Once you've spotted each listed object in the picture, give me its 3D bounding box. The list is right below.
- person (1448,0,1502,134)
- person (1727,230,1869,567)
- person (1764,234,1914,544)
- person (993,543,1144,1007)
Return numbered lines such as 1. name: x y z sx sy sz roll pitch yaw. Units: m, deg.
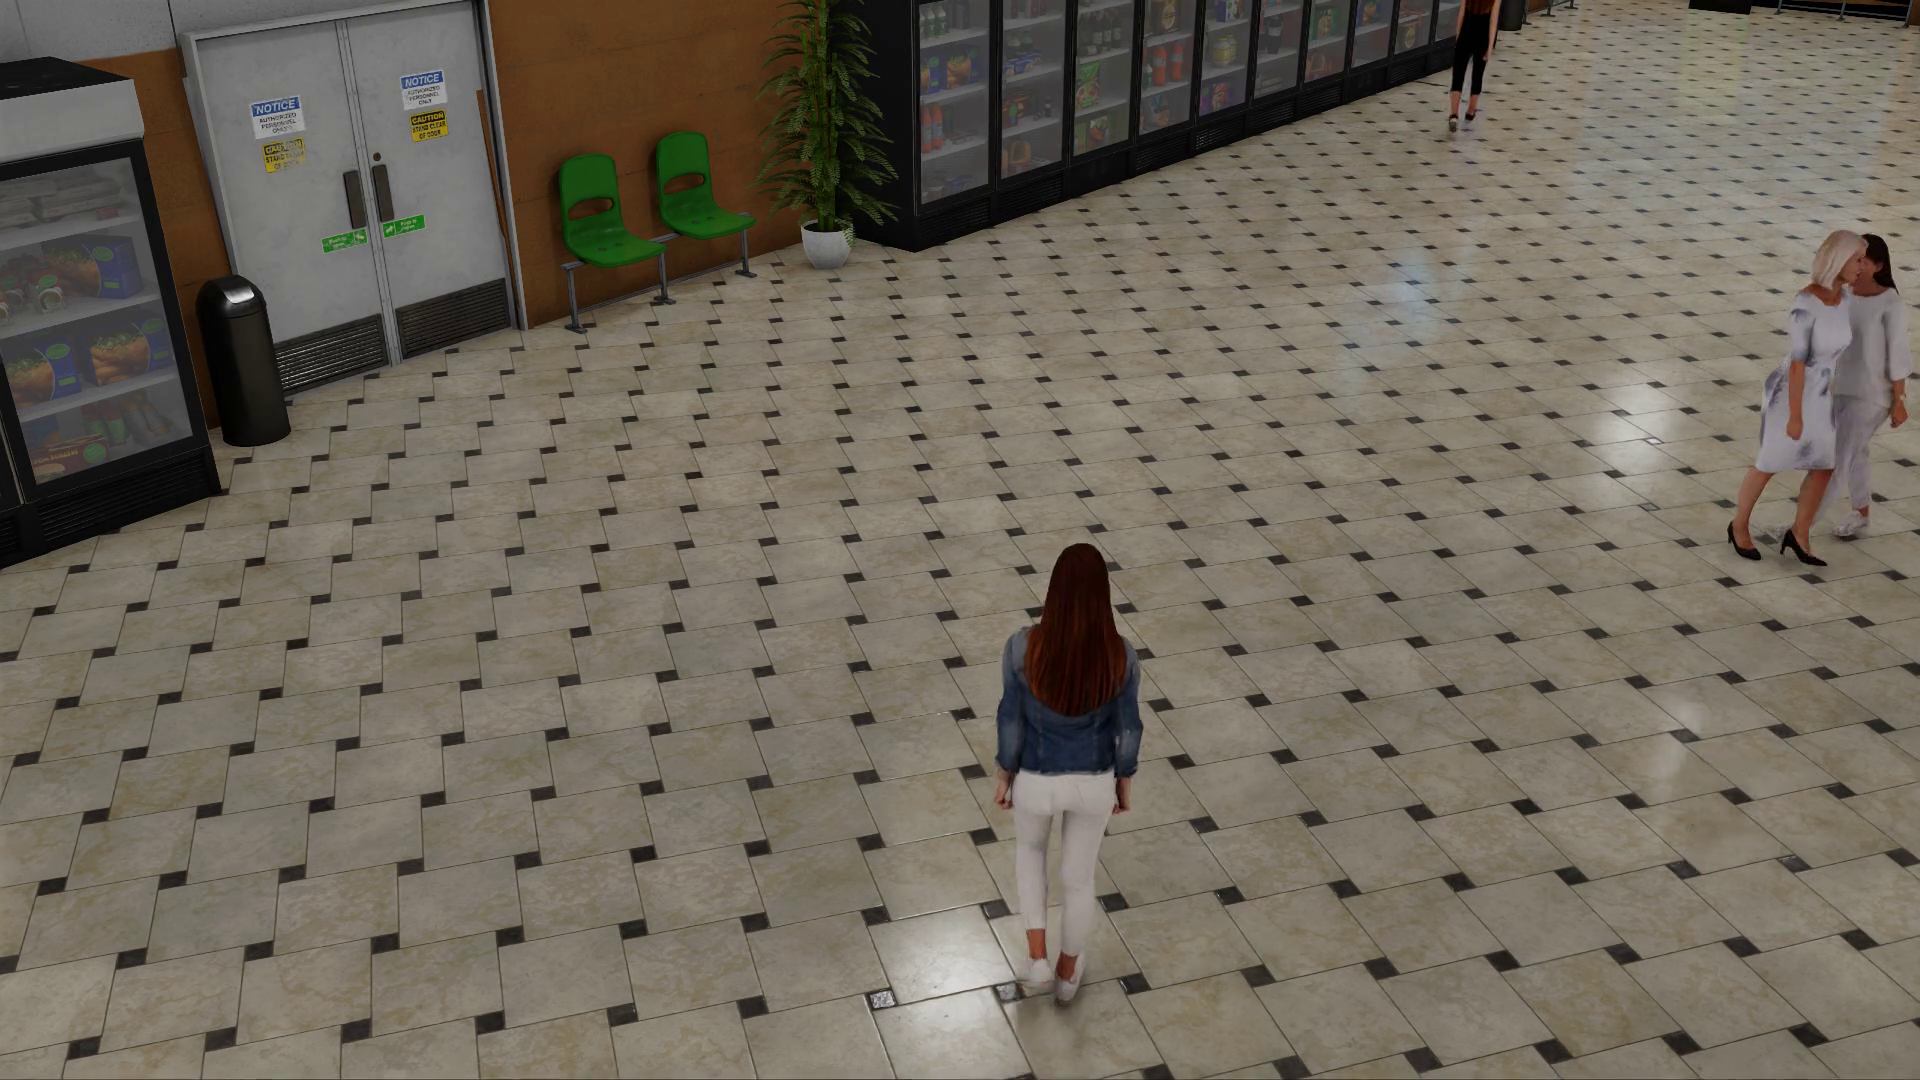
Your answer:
1. person: 5.150 -4.964 16.786 1.171 1.688 0.900 9 28 18
2. person: 4.150 -0.724 8.373 0.744 1.734 0.823 -13 30 -24
3. person: 4.669 -0.753 8.532 1.018 1.641 1.057 -11 29 -20
4. person: 0.333 0.833 5.348 0.758 1.692 0.832 2 27 4
